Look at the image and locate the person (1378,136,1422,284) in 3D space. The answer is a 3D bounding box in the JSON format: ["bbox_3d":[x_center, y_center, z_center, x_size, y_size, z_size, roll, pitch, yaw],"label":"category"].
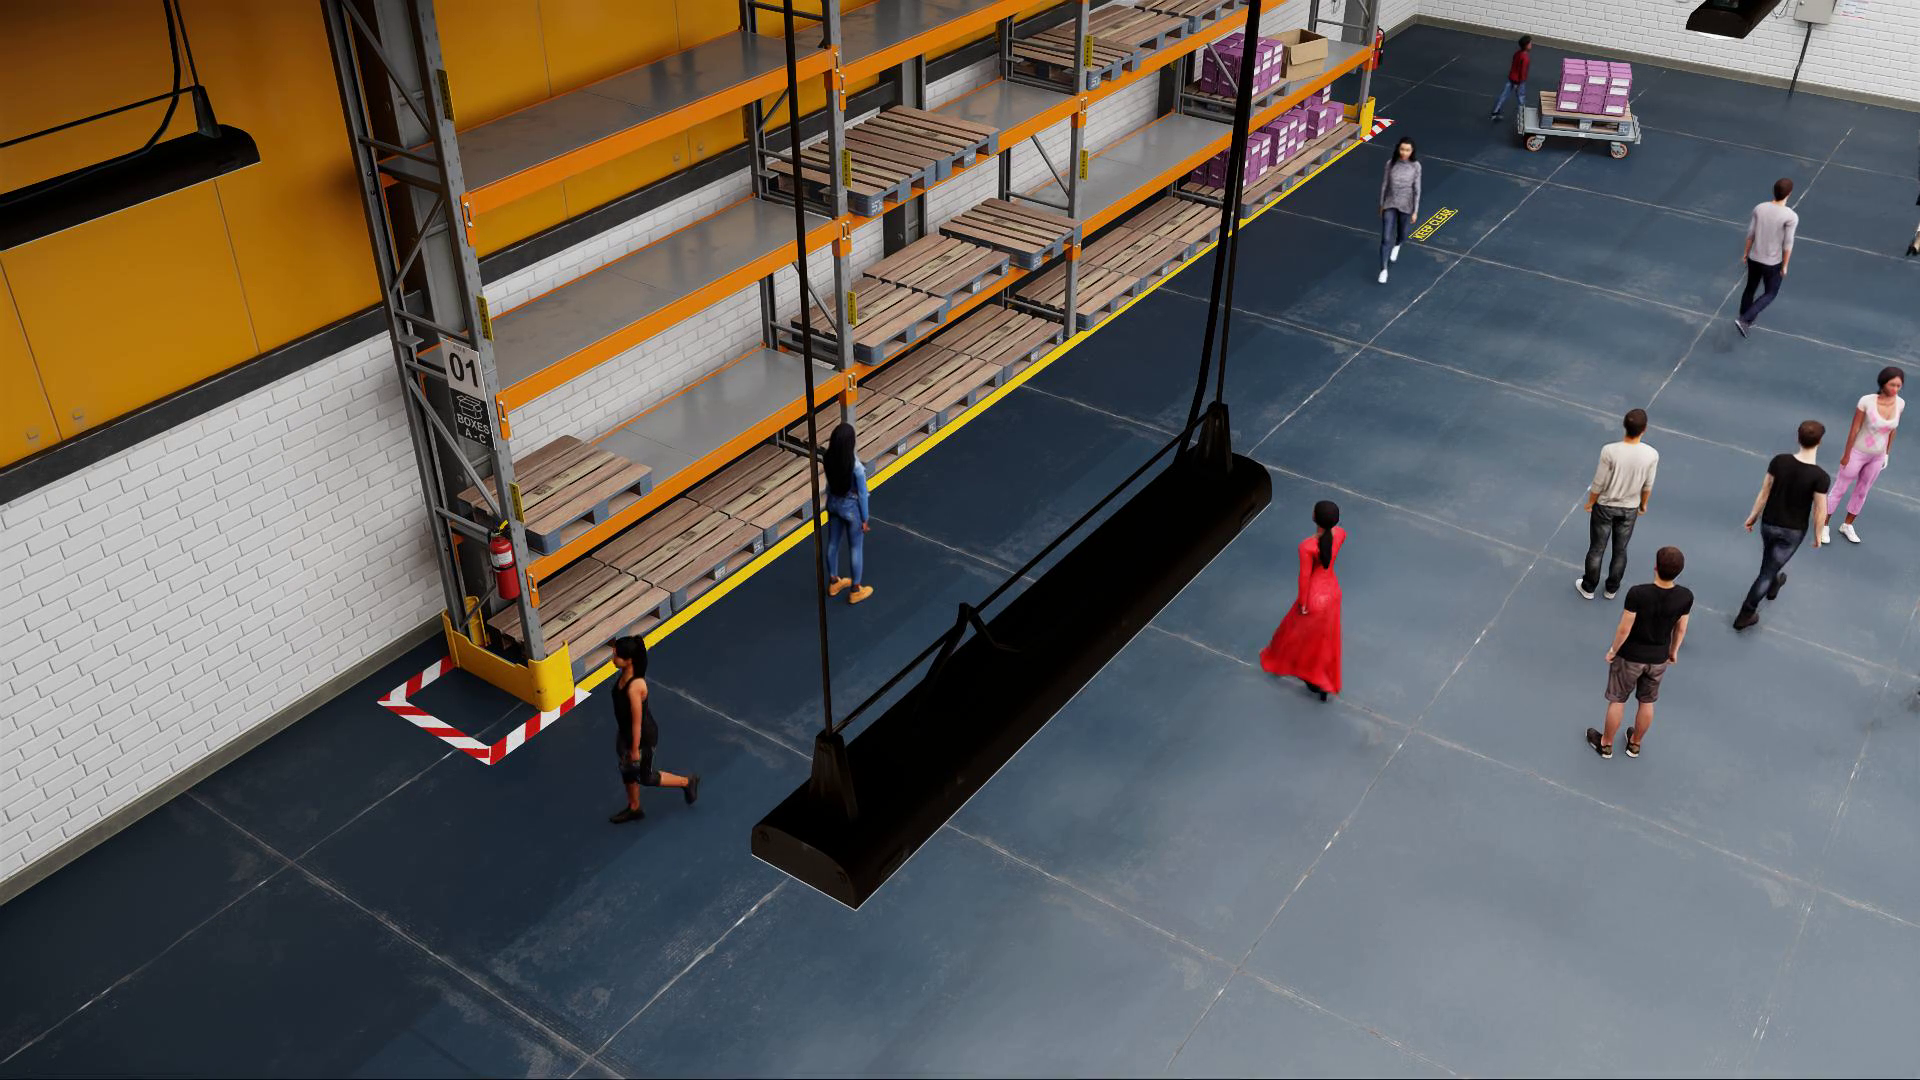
[{"bbox_3d":[5.233,-3.987,19.825,0.873,1.702,1.192,9,35,13],"label":"person"}]

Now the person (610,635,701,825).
[{"bbox_3d":[-2.225,1.360,11.829,1.008,1.647,0.858,-14,36,-20],"label":"person"}]

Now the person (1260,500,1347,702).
[{"bbox_3d":[2.852,0.509,13.010,1.036,1.758,0.952,-17,37,-23],"label":"person"}]

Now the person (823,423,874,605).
[{"bbox_3d":[-0.982,-0.235,14.171,0.581,1.711,0.493,21,39,29],"label":"person"}]

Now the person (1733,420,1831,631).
[{"bbox_3d":[6.762,-0.062,13.781,1.211,1.854,0.932,-24,40,-31],"label":"person"}]

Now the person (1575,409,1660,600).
[{"bbox_3d":[5.603,-0.289,14.165,0.736,1.808,0.717,5,34,7],"label":"person"}]

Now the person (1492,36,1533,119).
[{"bbox_3d":[8.111,-6.749,24.417,0.956,1.219,0.846,-10,35,-14],"label":"person"}]

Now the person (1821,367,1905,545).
[{"bbox_3d":[8.127,-0.766,14.941,0.650,1.744,0.685,-1,34,-1],"label":"person"}]

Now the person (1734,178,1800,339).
[{"bbox_3d":[8.849,-3.080,18.345,0.987,1.830,0.844,-23,40,-30],"label":"person"}]

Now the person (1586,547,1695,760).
[{"bbox_3d":[5.091,0.845,12.411,0.774,1.861,0.784,0,34,0],"label":"person"}]
